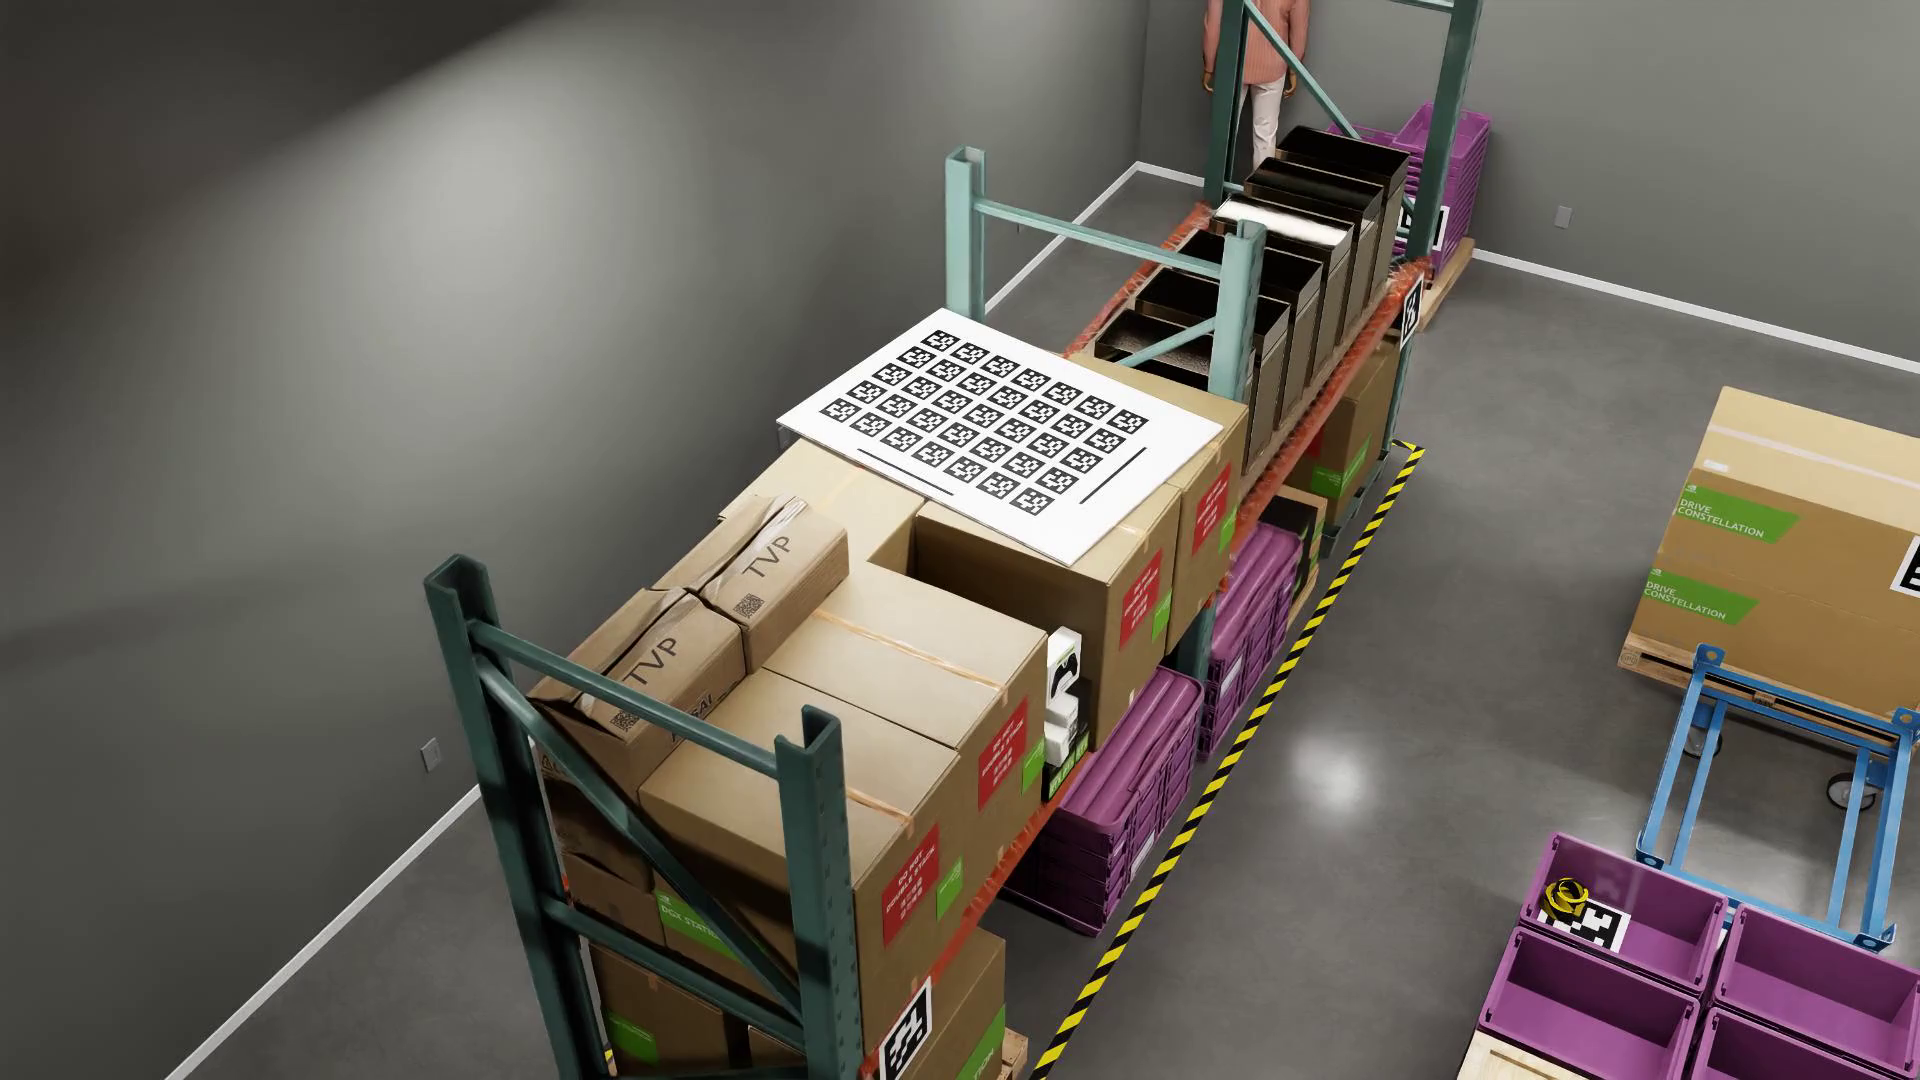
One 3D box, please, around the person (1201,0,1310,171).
[{"bbox_3d":[1.738,-2.828,9.923,0.611,1.995,0.375,4,40,4],"label":"person"}]
